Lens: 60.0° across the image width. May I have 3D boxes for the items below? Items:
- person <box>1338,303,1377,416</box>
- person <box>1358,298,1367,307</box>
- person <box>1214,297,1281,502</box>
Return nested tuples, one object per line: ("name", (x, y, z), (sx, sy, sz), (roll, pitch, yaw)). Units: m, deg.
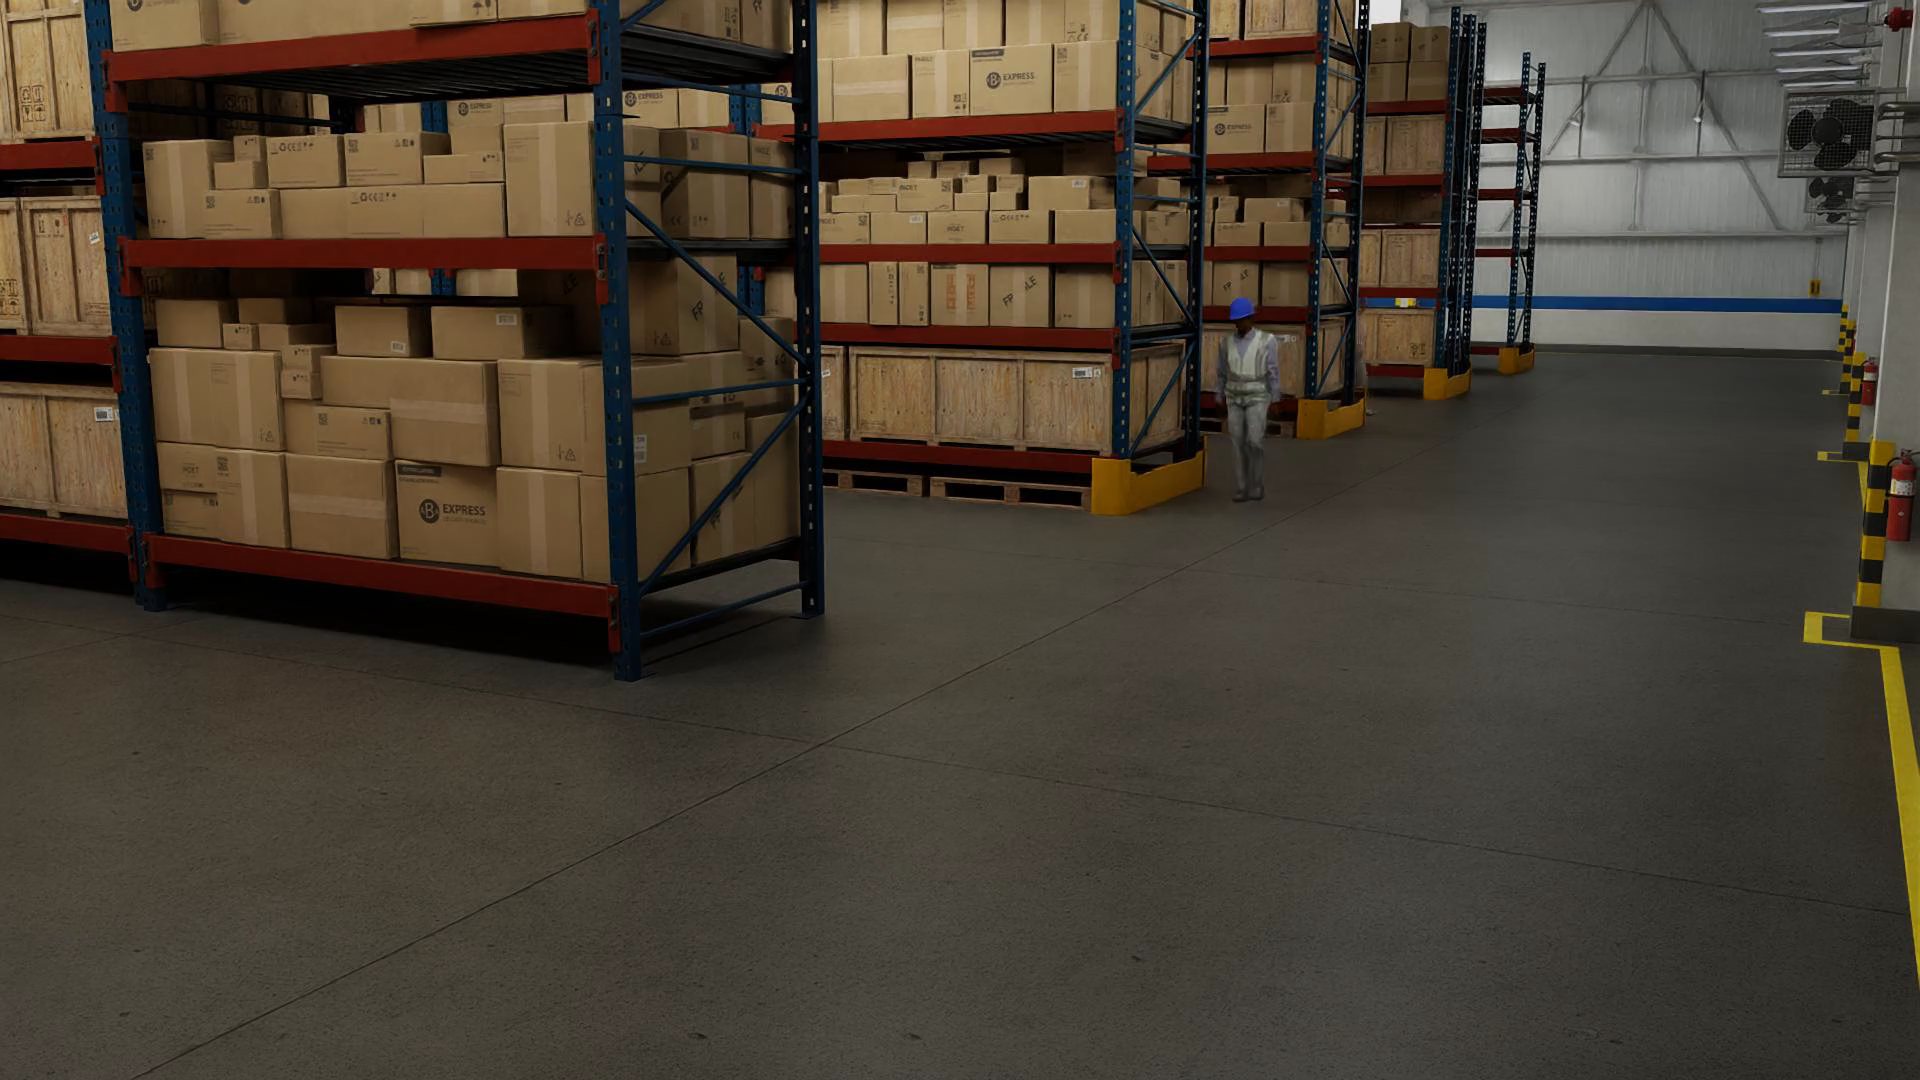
("person", (5.672, -2.566, 23.764), (0.536, 1.602, 0.777), (-5, 11, -27))
("person", (7.733, -4.302, 32.925), (0.624, 1.930, 0.373), (2, 10, 14))
("person", (2.664, -1.300, 15.530), (0.636, 1.926, 0.444), (6, 11, 31))
